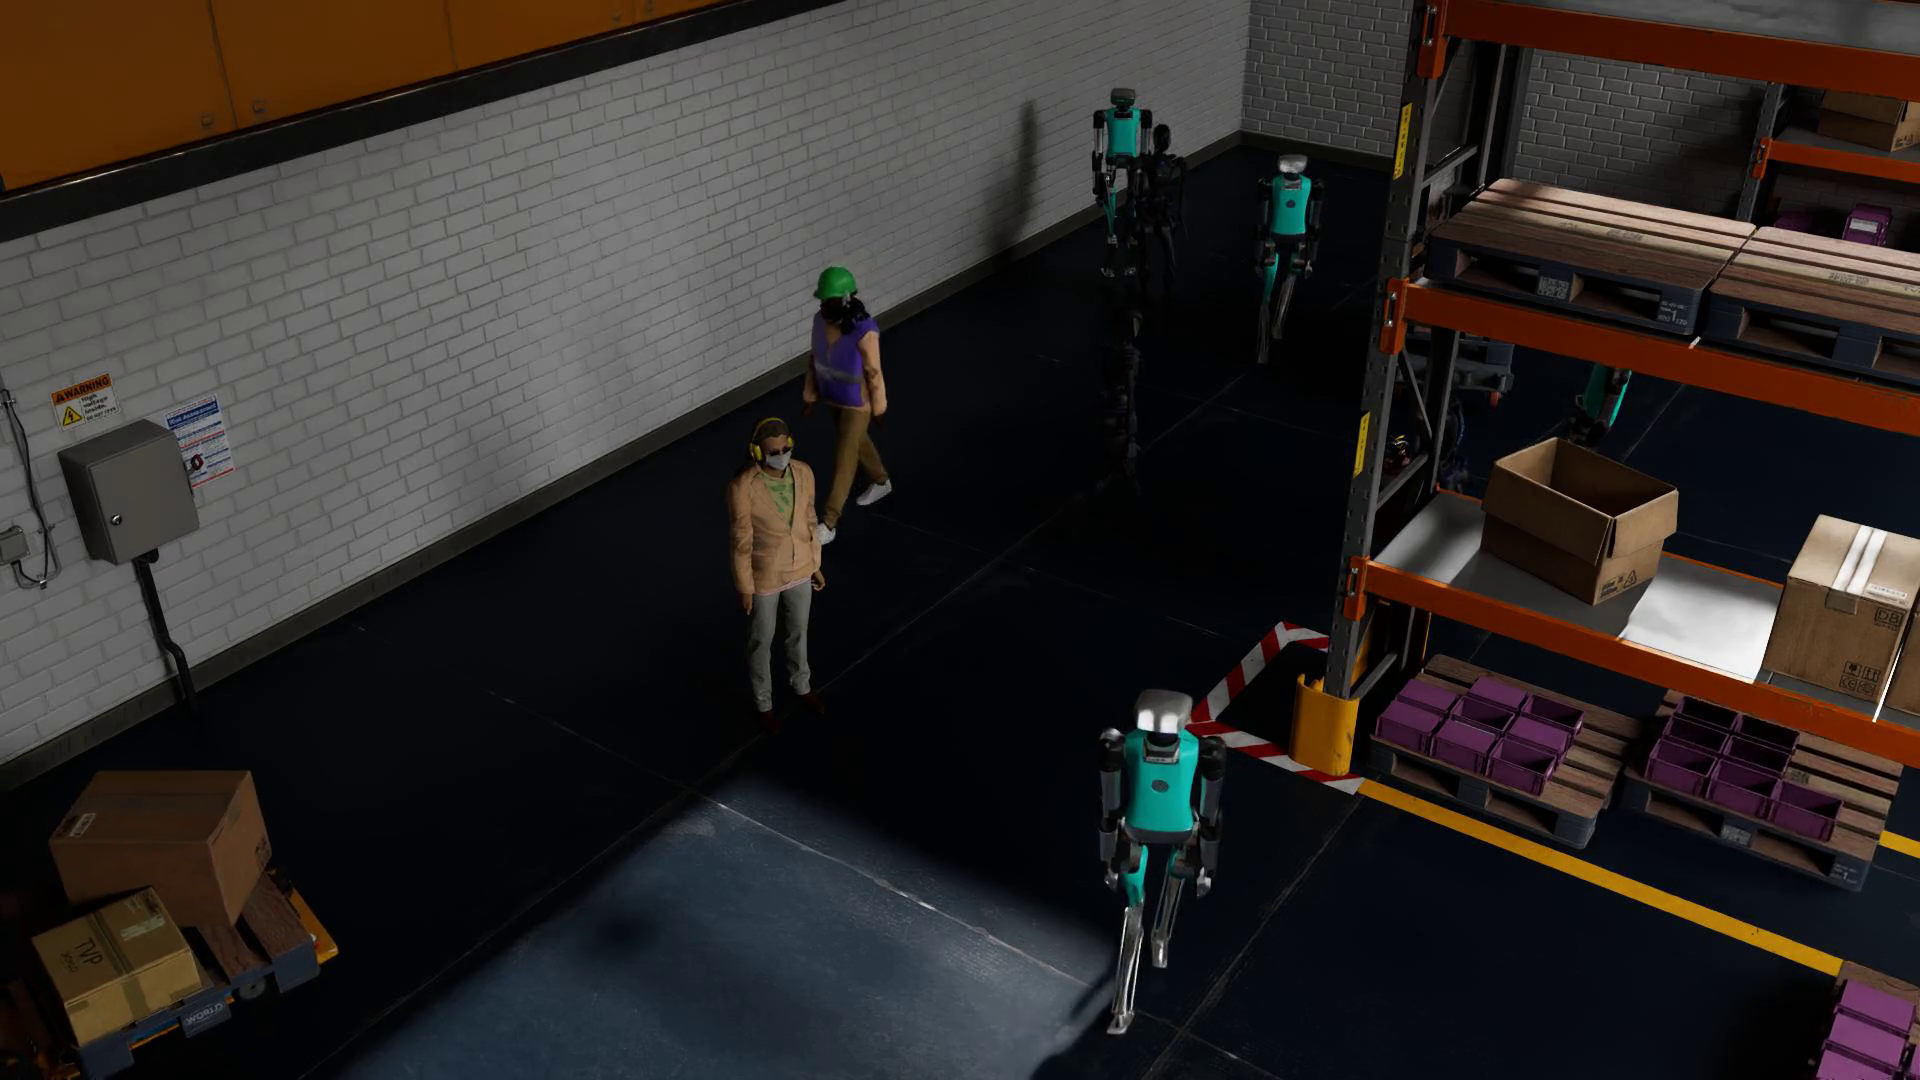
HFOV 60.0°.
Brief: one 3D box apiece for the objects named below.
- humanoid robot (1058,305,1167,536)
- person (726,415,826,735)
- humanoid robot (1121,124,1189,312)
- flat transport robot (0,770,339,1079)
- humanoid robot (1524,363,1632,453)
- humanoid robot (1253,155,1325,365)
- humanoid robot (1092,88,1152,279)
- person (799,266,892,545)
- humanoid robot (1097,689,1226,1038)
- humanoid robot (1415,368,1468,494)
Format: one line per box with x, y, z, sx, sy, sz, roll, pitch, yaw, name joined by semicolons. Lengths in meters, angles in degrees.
1.027;-0.782;11.036;0.783;1.628;0.590;-4;30;-7;humanoid robot
-1.011;0.171;9.138;0.553;1.877;0.413;-21;36;-32;person
1.712;-2.797;14.481;0.597;1.642;0.400;-4;30;-7;humanoid robot
-3.669;1.990;7.587;1.431;0.231;0.659;-23;37;-34;flat transport robot
3.756;-0.532;10.602;0.776;1.900;0.567;8;31;14;humanoid robot
2.653;-2.348;13.665;0.540;1.777;0.910;3;30;6;humanoid robot
1.445;-3.130;14.867;0.533;1.677;0.735;1;30;1;humanoid robot
-0.777;-0.950;11.082;0.560;1.871;1.028;24;38;36;person
0.867;1.314;7.290;0.544;1.760;0.947;5;30;8;humanoid robot
2.899;-0.344;10.265;0.785;1.616;0.604;22;36;32;humanoid robot
